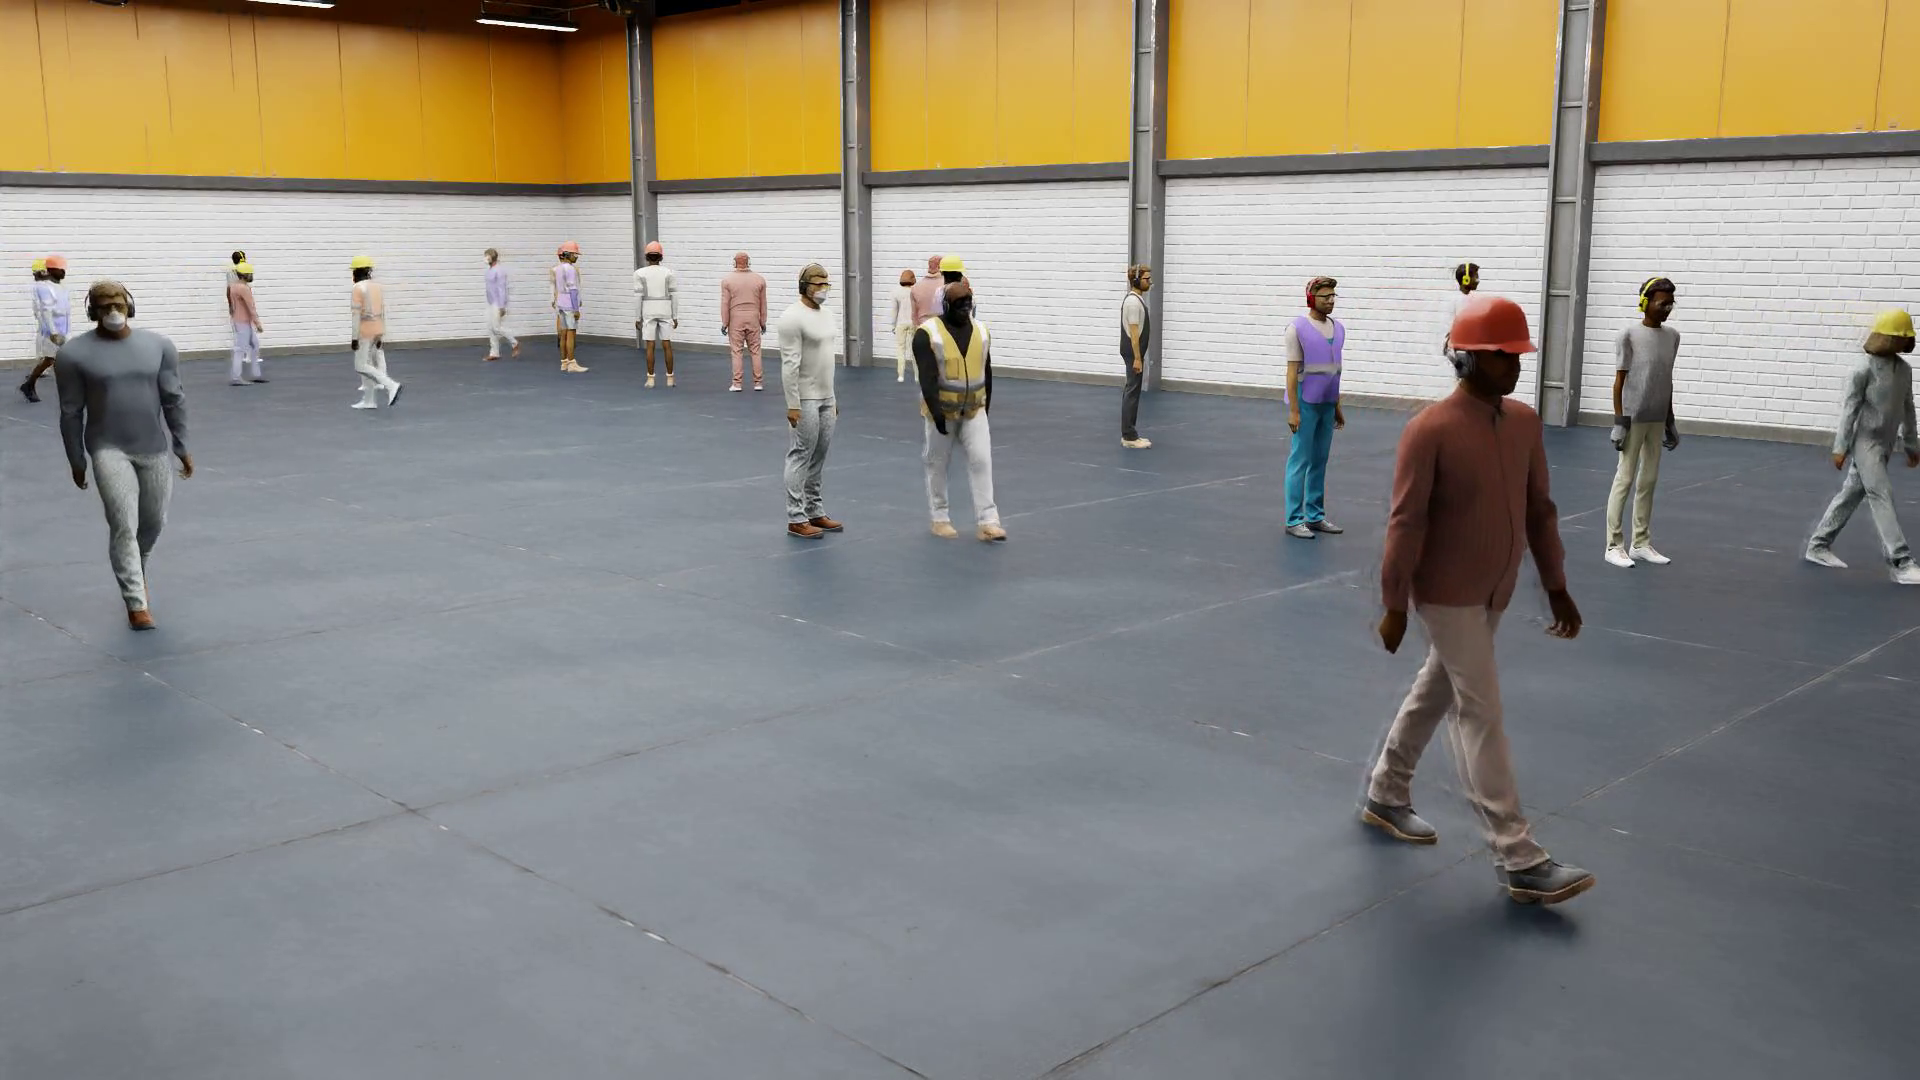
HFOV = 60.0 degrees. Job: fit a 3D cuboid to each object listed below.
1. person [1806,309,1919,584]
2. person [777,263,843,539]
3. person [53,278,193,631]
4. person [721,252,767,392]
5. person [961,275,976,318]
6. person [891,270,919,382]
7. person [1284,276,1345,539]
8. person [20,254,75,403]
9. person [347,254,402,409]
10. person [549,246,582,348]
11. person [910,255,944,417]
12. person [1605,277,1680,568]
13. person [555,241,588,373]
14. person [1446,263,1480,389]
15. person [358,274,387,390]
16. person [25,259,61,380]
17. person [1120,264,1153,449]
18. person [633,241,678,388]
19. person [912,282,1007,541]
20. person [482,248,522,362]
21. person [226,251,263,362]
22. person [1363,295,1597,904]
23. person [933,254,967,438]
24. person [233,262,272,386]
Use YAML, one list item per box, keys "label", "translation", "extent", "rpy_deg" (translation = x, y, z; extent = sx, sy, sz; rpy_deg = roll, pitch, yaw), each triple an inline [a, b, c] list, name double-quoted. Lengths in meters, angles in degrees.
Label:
- label: "person"
  translation: [5.731, -0.596, 10.374]
  extent: [0.518, 1.677, 0.955]
  rpy_deg: [-5, 12, -26]
- label: "person"
  translation: [-1.055, -0.989, 11.816]
  extent: [0.354, 1.936, 0.636]
  rpy_deg: [5, 11, 24]
- label: "person"
  translation: [-4.649, -0.499, 9.243]
  extent: [0.632, 1.909, 0.907]
  rpy_deg: [-9, 14, -40]
- label: "person"
  translation: [-2.962, -2.980, 22.765]
  extent: [0.649, 1.904, 0.401]
  rpy_deg: [-4, 11, -21]
- label: "person"
  translation: [0.013, -2.499, 20.865]
  extent: [0.307, 1.641, 0.514]
  rpy_deg: [8, 13, 38]
- label: "person"
  translation: [-0.758, -3.124, 24.290]
  extent: [0.502, 1.631, 0.286]
  rpy_deg: [1, 10, 4]
- label: "person"
  translation: [2.511, -0.944, 11.824]
  extent: [0.566, 1.846, 0.389]
  rpy_deg: [-9, 14, -40]
- label: "person"
  translation: [-11.561, -2.682, 21.175]
  extent: [0.923, 1.909, 0.558]
  rpy_deg: [2, 11, 10]
- label: "person"
  translation: [-7.189, -2.532, 20.314]
  extent: [0.637, 1.905, 0.597]
  rpy_deg: [1, 10, 6]
- label: "person"
  translation: [-7.481, -4.608, 31.558]
  extent: [0.554, 1.937, 0.369]
  rpy_deg: [-1, 10, -6]
- label: "person"
  translation: [-0.256, -2.378, 19.487]
  extent: [0.641, 1.905, 0.410]
  rpy_deg: [5, 12, 27]
- label: "person"
  translation: [4.434, -0.756, 10.754]
  extent: [0.508, 1.865, 0.328]
  rpy_deg: [-4, 11, -22]
- label: "person"
  translation: [-6.067, -3.625, 25.924]
  extent: [0.394, 2.037, 0.605]
  rpy_deg: [-7, 12, -32]
- label: "person"
  translation: [5.054, -1.887, 16.932]
  extent: [0.526, 1.857, 0.545]
  rpy_deg: [3, 11, 14]
- label: "person"
  translation: [-8.157, -2.879, 22.953]
  extent: [0.279, 1.633, 0.497]
  rpy_deg: [6, 12, 30]
- label: "person"
  translation: [-13.443, -3.282, 24.729]
  extent: [0.587, 1.797, 0.869]
  rpy_deg: [10, 14, 43]
- label: "person"
  translation: [1.773, -1.841, 16.717]
  extent: [0.332, 1.844, 0.518]
  rpy_deg: [1, 10, 3]
- label: "person"
  translation: [-4.256, -3.149, 23.303]
  extent: [0.605, 2.045, 0.380]
  rpy_deg: [-3, 11, -15]
- label: "person"
  translation: [0.010, -0.869, 11.525]
  extent: [0.633, 1.805, 0.866]
  rpy_deg: [-5, 11, -24]
- label: "person"
  translation: [-7.803, -3.967, 28.101]
  extent: [0.572, 1.920, 0.644]
  rpy_deg: [-8, 13, -37]
- label: "person"
  translation: [-12.089, -3.922, 27.993]
  extent: [0.521, 1.873, 0.334]
  rpy_deg: [4, 11, 22]
- label: "person"
  translation: [1.729, 0.169, 5.516]
  extent: [0.614, 1.940, 1.042]
  rpy_deg: [-8, 13, -37]
- label: "person"
  translation: [-0.111, -2.034, 17.541]
  extent: [0.371, 1.929, 0.584]
  rpy_deg: [1, 10, 6]
- label: "person"
  translation: [-10.115, -3.072, 23.723]
  extent: [0.703, 1.743, 0.546]
  rpy_deg: [-7, 12, -32]
